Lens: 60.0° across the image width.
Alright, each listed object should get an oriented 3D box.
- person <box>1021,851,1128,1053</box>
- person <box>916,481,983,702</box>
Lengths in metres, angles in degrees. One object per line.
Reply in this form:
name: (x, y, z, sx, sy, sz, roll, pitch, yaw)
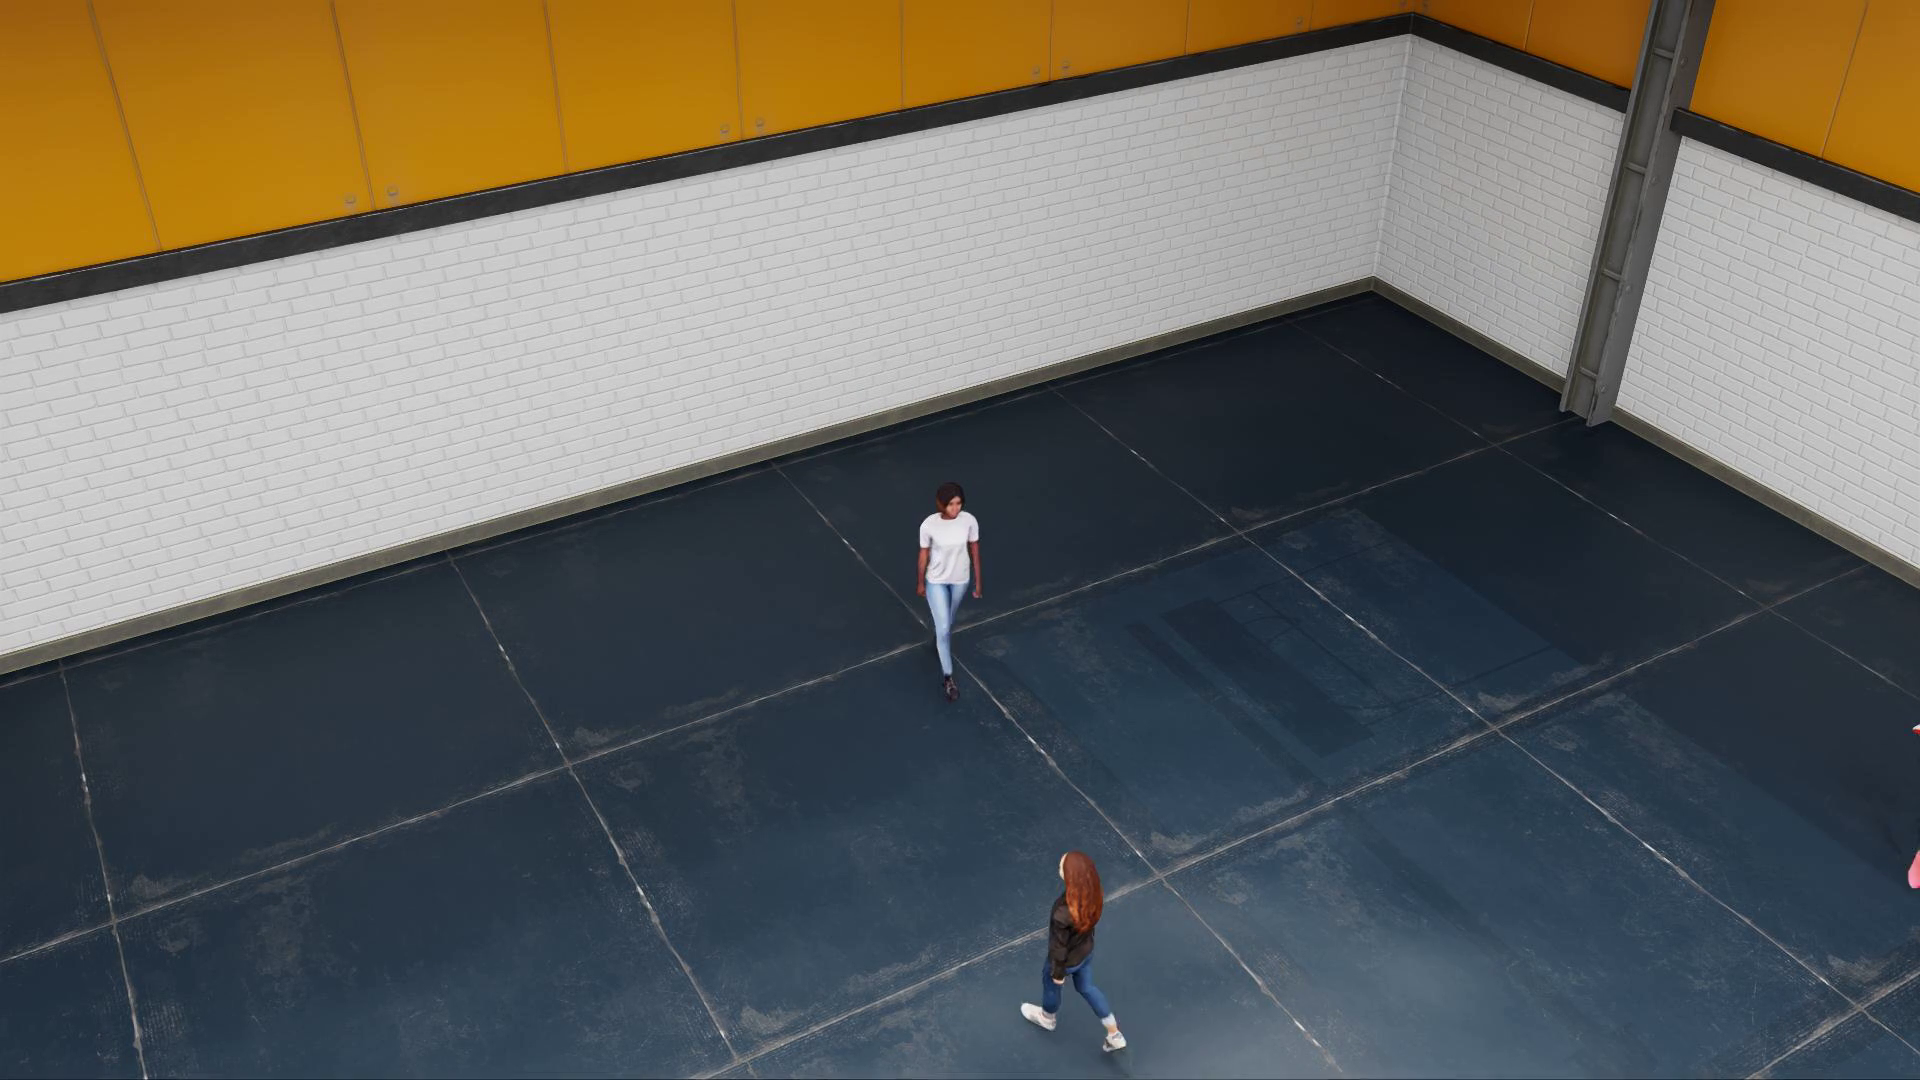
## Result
person: (0.686, 2.346, 9.376, 1.008, 1.463, 0.773, 25, 41, 32)
person: (-0.112, 0.273, 12.296, 0.745, 1.681, 1.147, -10, 35, -15)
